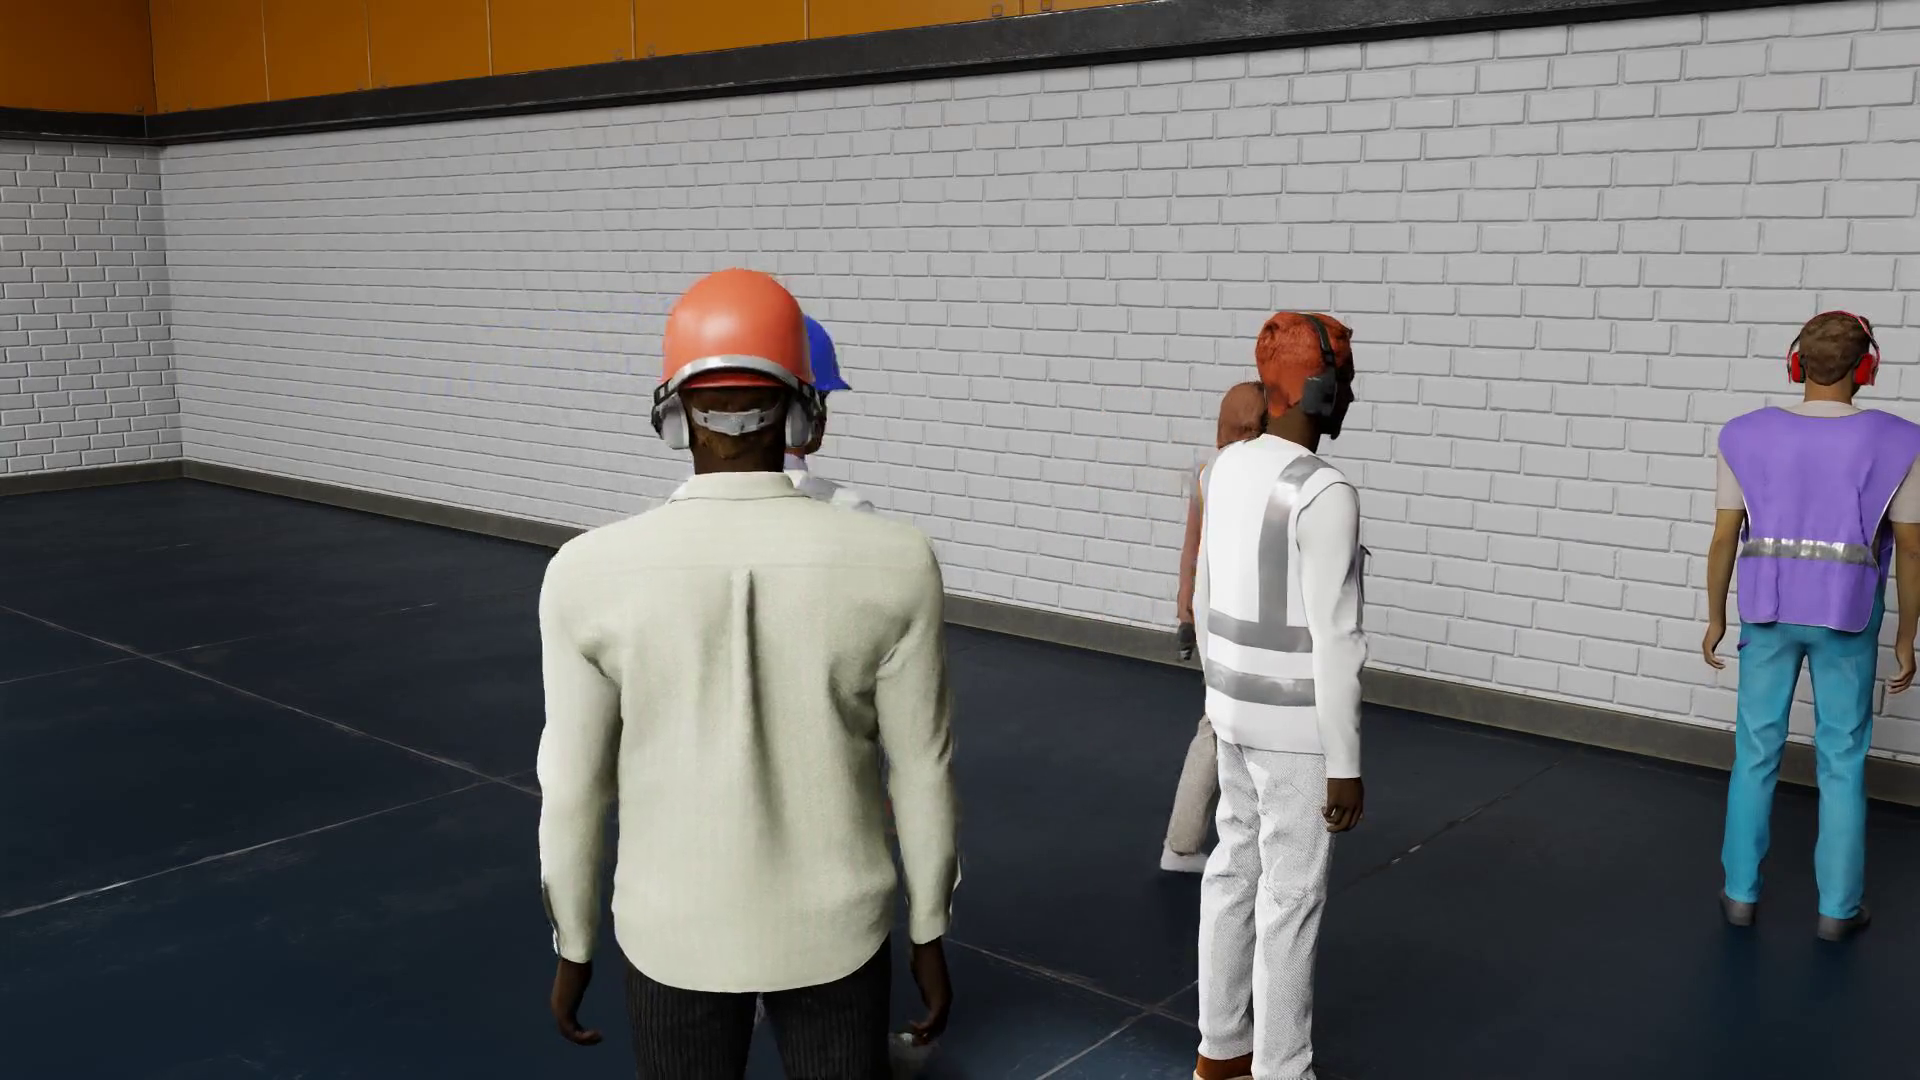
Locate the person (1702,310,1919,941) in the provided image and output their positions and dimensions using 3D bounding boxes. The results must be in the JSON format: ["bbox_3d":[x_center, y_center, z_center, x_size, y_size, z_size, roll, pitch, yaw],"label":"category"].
[{"bbox_3d":[2.491,0.256,4.884,0.571,1.840,0.374,6,12,30],"label":"person"}]

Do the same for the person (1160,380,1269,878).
[{"bbox_3d":[0.985,0.286,5.431,0.862,1.594,0.519,-5,11,-25],"label":"person"}]

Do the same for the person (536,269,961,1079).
[{"bbox_3d":[-0.321,0.590,2.579,0.648,1.989,0.401,-1,10,-7],"label":"person"}]

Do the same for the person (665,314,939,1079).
[{"bbox_3d":[-0.389,0.467,3.563,1.015,1.901,0.608,-9,14,-43],"label":"person"}]

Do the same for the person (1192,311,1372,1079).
[{"bbox_3d":[0.738,0.426,3.796,0.342,1.883,0.587,-4,11,-19],"label":"person"}]
